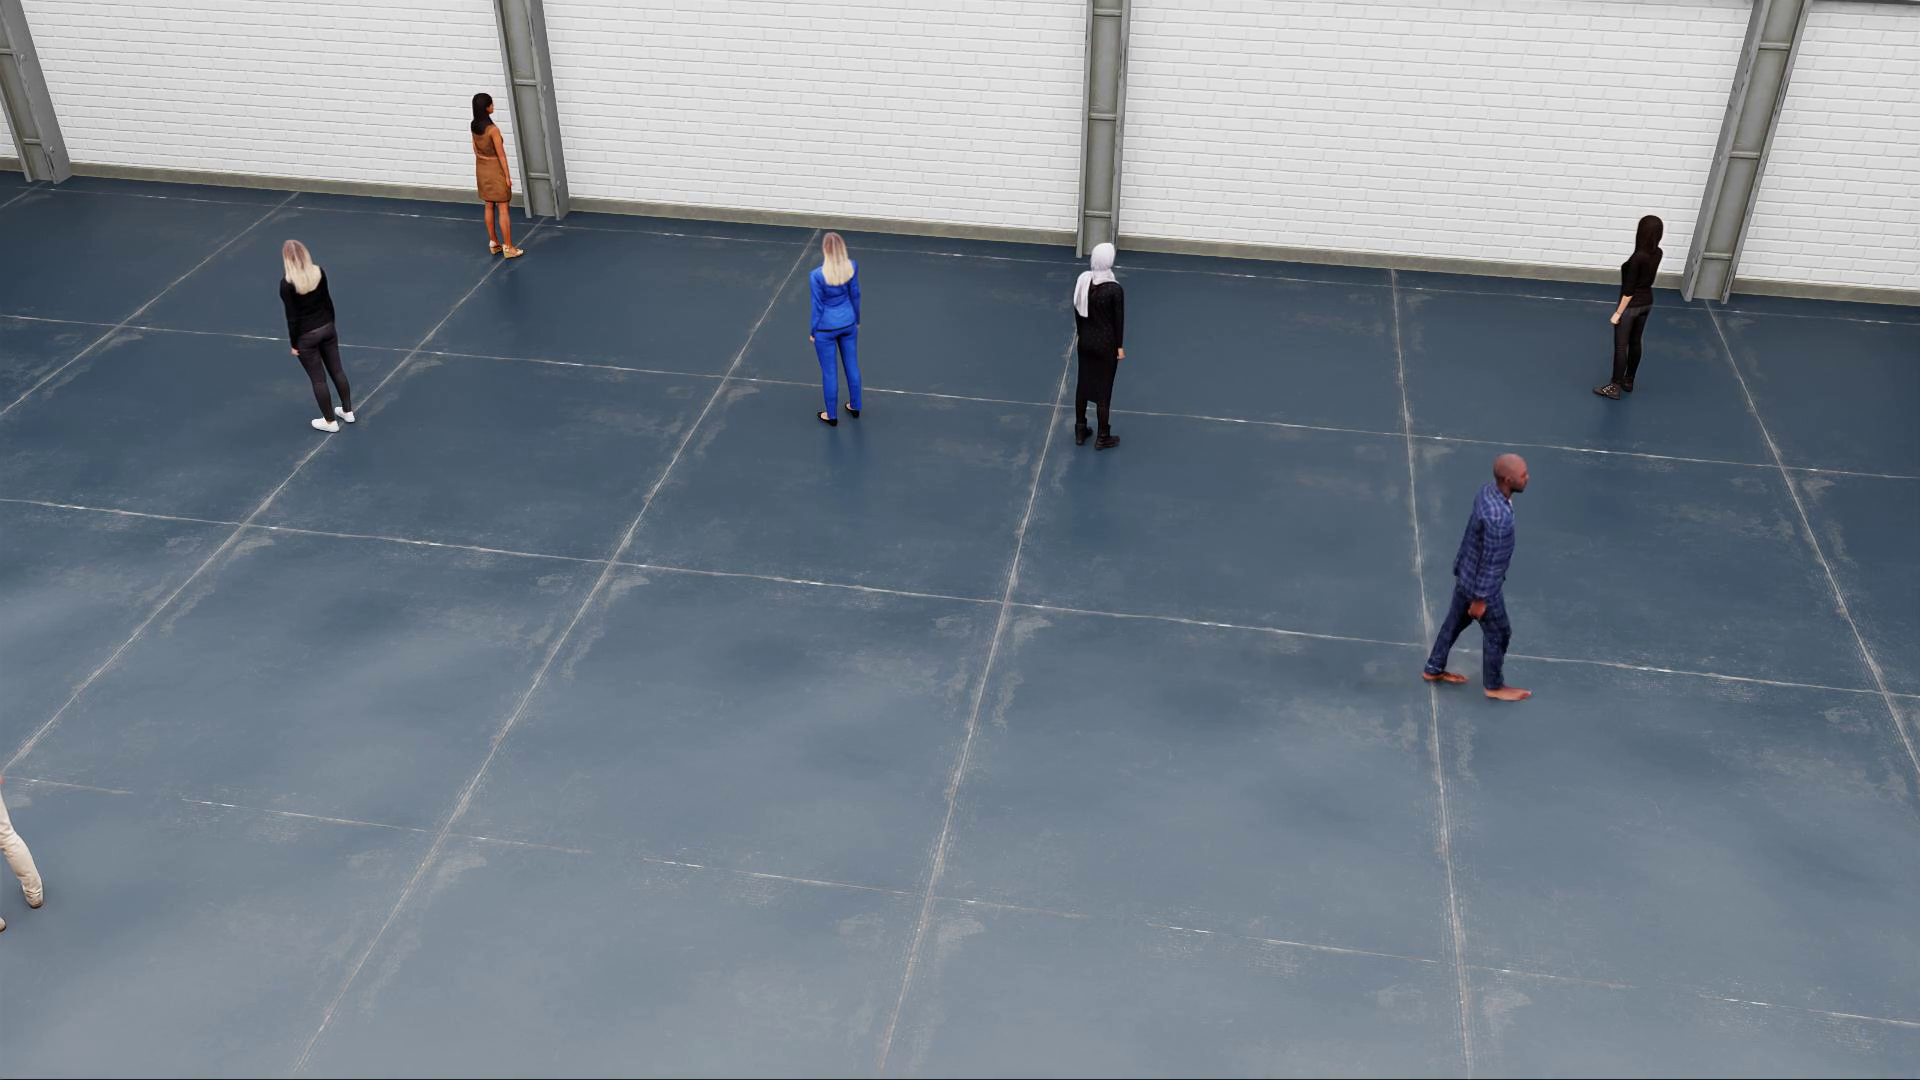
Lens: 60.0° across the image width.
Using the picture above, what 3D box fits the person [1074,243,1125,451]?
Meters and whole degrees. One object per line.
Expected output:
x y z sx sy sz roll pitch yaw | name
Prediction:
1.120 -1.572 13.527 0.622 1.778 0.745 23 40 30 | person

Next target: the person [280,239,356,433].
-5.349 -1.693 13.791 0.665 1.686 0.688 20 38 27 | person

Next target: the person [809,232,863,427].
-1.034 -1.767 13.890 0.695 1.700 0.759 -20 39 -28 | person

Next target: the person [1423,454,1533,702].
3.298 0.236 10.791 0.890 1.795 0.681 6 34 8 | person

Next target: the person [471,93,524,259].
-4.711 -3.678 16.775 0.585 1.688 0.704 22 39 29 | person

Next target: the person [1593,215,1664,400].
5.801 -2.004 14.300 0.659 1.641 0.714 -22 40 -30 | person
